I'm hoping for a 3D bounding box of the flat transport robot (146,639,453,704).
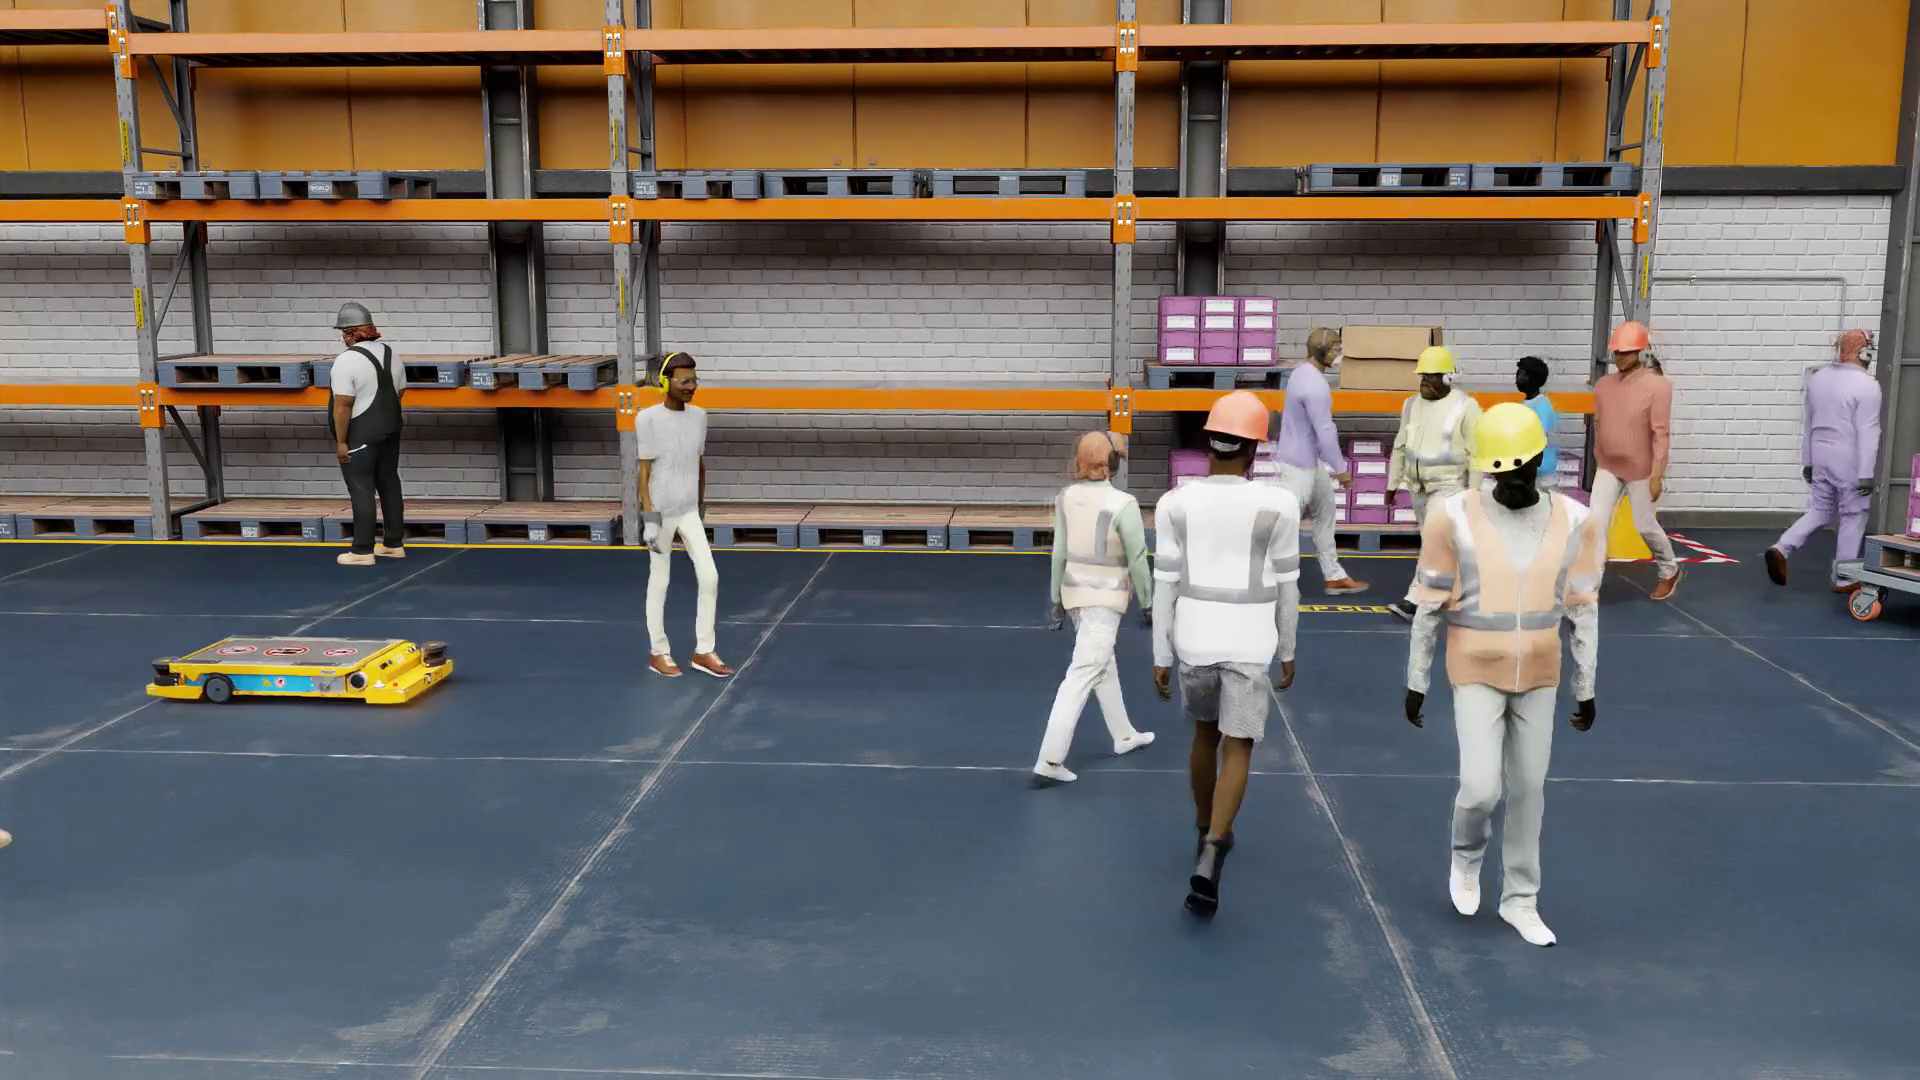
[{"bbox_3d":[-3.599,0.701,9.109,1.431,0.197,0.652,1,10,5],"label":"flat transport robot"}]

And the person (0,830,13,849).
[{"bbox_3d":[-4.124,0.392,6.382,0.634,1.820,0.637,-5,11,-26],"label":"person"}]

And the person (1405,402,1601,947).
[{"bbox_3d":[1.872,0.466,5.726,0.653,1.896,0.445,0,10,-2],"label":"person"}]

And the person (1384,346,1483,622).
[{"bbox_3d":[3.046,-0.365,10.917,0.890,1.787,0.624,-7,12,-36],"label":"person"}]

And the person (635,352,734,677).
[{"bbox_3d":[-1.564,-0.119,9.307,0.532,1.848,0.679,-8,13,-41],"label":"person"}]

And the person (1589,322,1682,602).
[{"bbox_3d":[4.585,-0.509,11.303,0.976,1.955,0.618,-6,12,-32],"label":"person"}]

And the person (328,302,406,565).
[{"bbox_3d":[-4.645,-0.836,12.936,0.535,2.000,0.683,4,11,24],"label":"person"}]

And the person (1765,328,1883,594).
[{"bbox_3d":[6.117,-0.536,11.638,0.710,1.884,0.657,-2,10,-11],"label":"person"}]

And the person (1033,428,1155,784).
[{"bbox_3d":[0.623,0.294,7.625,0.874,1.594,0.507,-7,12,-36],"label":"person"}]

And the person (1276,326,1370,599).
[{"bbox_3d":[2.475,-0.505,11.399,0.908,1.896,0.640,1,10,8],"label":"person"}]

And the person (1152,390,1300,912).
[{"bbox_3d":[0.965,0.397,6.186,0.540,1.902,0.918,4,11,23],"label":"person"}]

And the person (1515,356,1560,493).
[{"bbox_3d":[4.230,-0.524,12.253,0.868,1.655,0.539,-1,10,-3],"label":"person"}]
